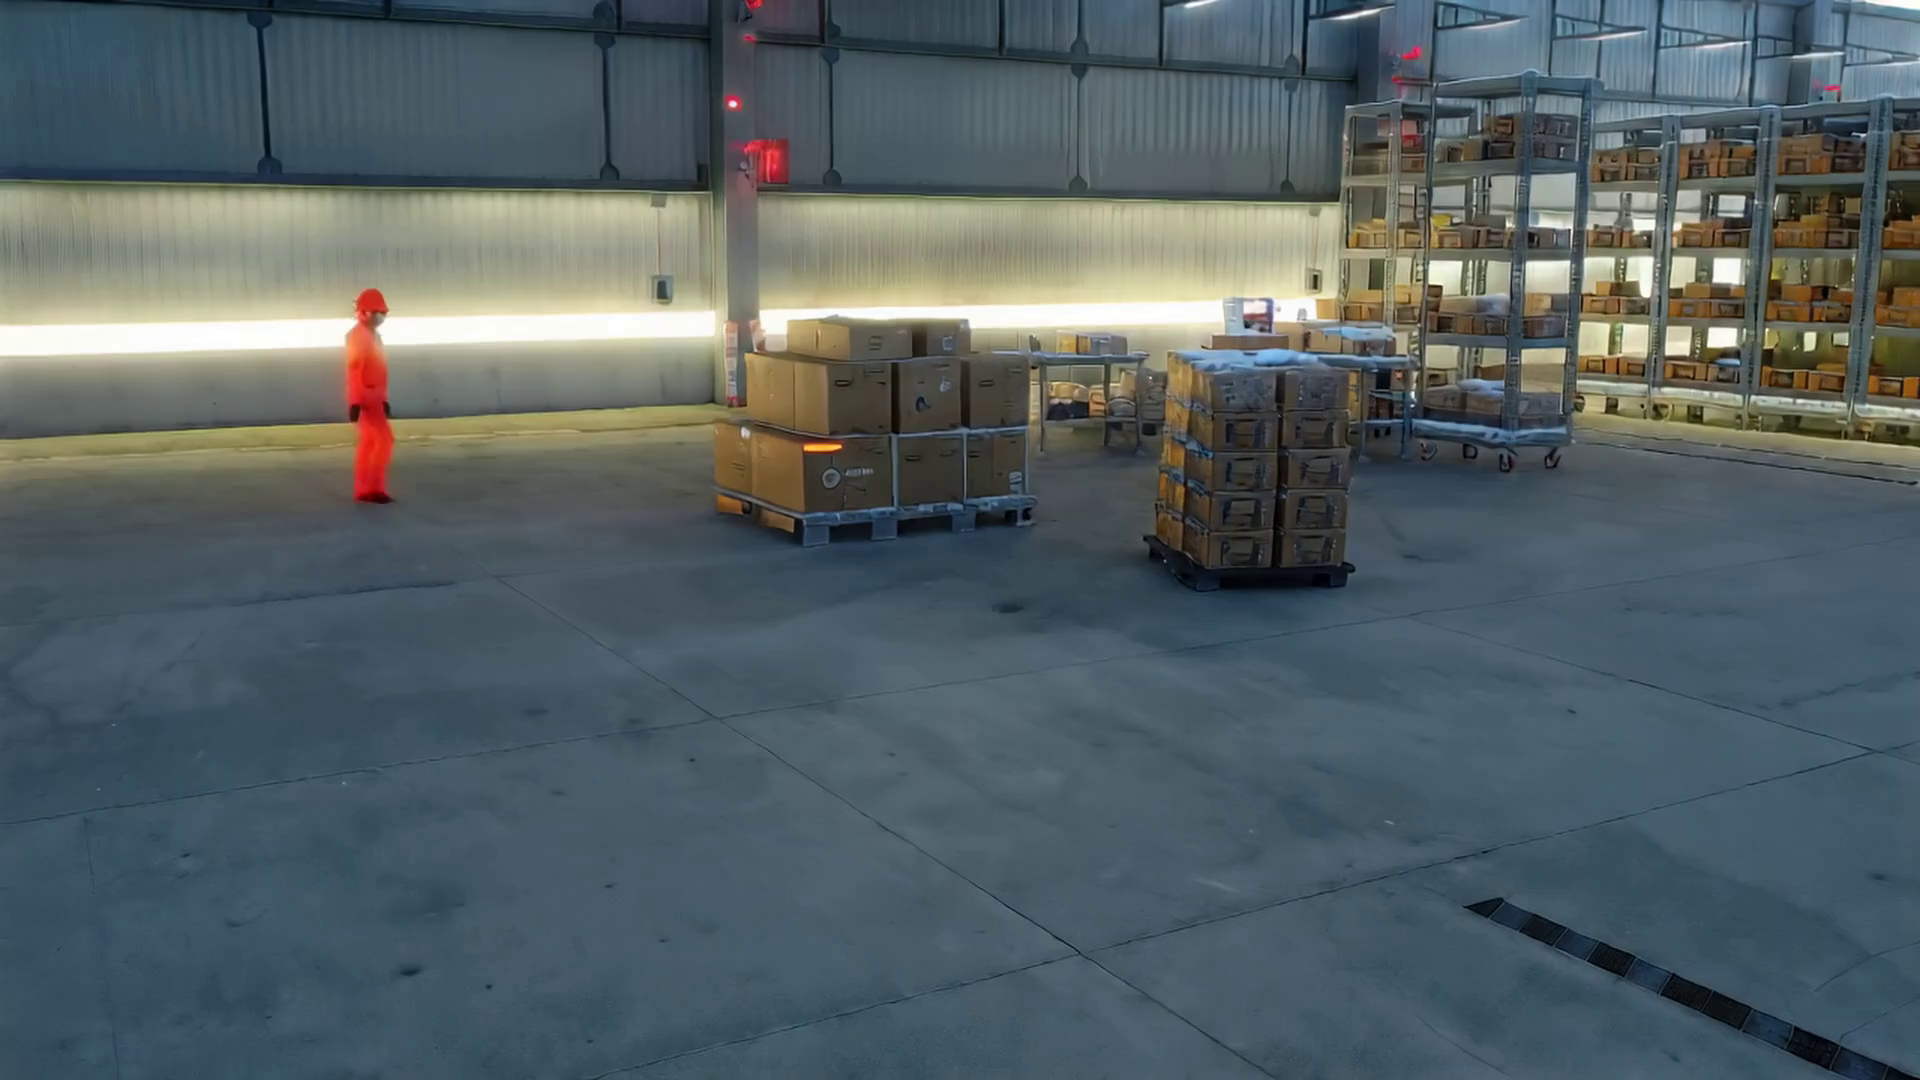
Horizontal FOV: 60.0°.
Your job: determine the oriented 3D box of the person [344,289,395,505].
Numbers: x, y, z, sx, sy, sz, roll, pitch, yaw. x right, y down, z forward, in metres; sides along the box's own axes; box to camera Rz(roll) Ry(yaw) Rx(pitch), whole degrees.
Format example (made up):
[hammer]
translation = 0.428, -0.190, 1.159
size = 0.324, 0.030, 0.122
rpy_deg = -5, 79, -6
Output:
[person]
translation = -4.686, -1.137, 13.338
size = 0.514, 1.730, 0.579
rpy_deg = -1, 10, -4
